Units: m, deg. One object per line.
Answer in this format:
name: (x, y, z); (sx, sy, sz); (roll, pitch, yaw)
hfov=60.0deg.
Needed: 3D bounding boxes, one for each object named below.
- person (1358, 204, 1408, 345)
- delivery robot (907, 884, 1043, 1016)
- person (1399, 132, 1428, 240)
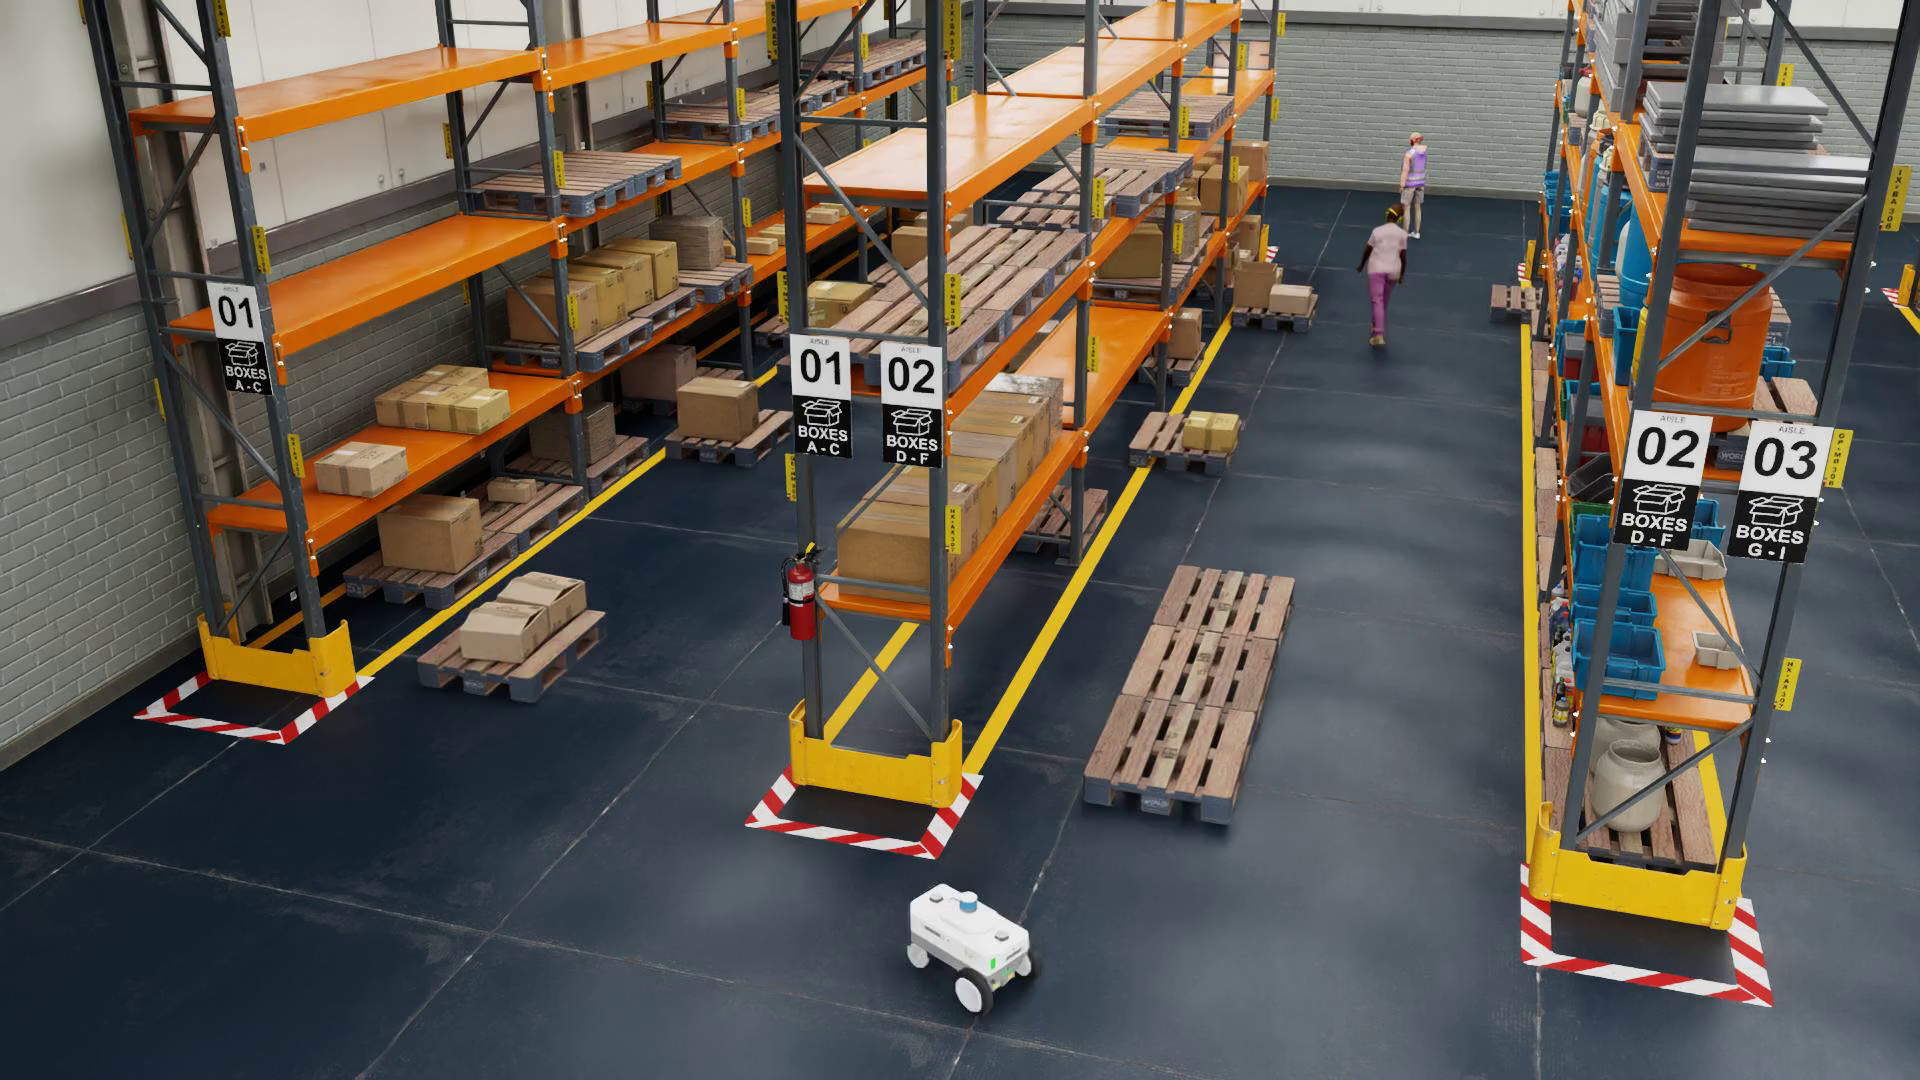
person: (5.389, -3.389, 21.164); (0.519, 1.743, 0.929); (-1, 23, -3)
delivery robot: (0.059, 2.292, 9.496); (0.789, 0.593, 0.499); (21, 31, 40)
person: (7.174, -5.605, 26.381); (0.489, 1.688, 0.352); (-14, 27, -29)
